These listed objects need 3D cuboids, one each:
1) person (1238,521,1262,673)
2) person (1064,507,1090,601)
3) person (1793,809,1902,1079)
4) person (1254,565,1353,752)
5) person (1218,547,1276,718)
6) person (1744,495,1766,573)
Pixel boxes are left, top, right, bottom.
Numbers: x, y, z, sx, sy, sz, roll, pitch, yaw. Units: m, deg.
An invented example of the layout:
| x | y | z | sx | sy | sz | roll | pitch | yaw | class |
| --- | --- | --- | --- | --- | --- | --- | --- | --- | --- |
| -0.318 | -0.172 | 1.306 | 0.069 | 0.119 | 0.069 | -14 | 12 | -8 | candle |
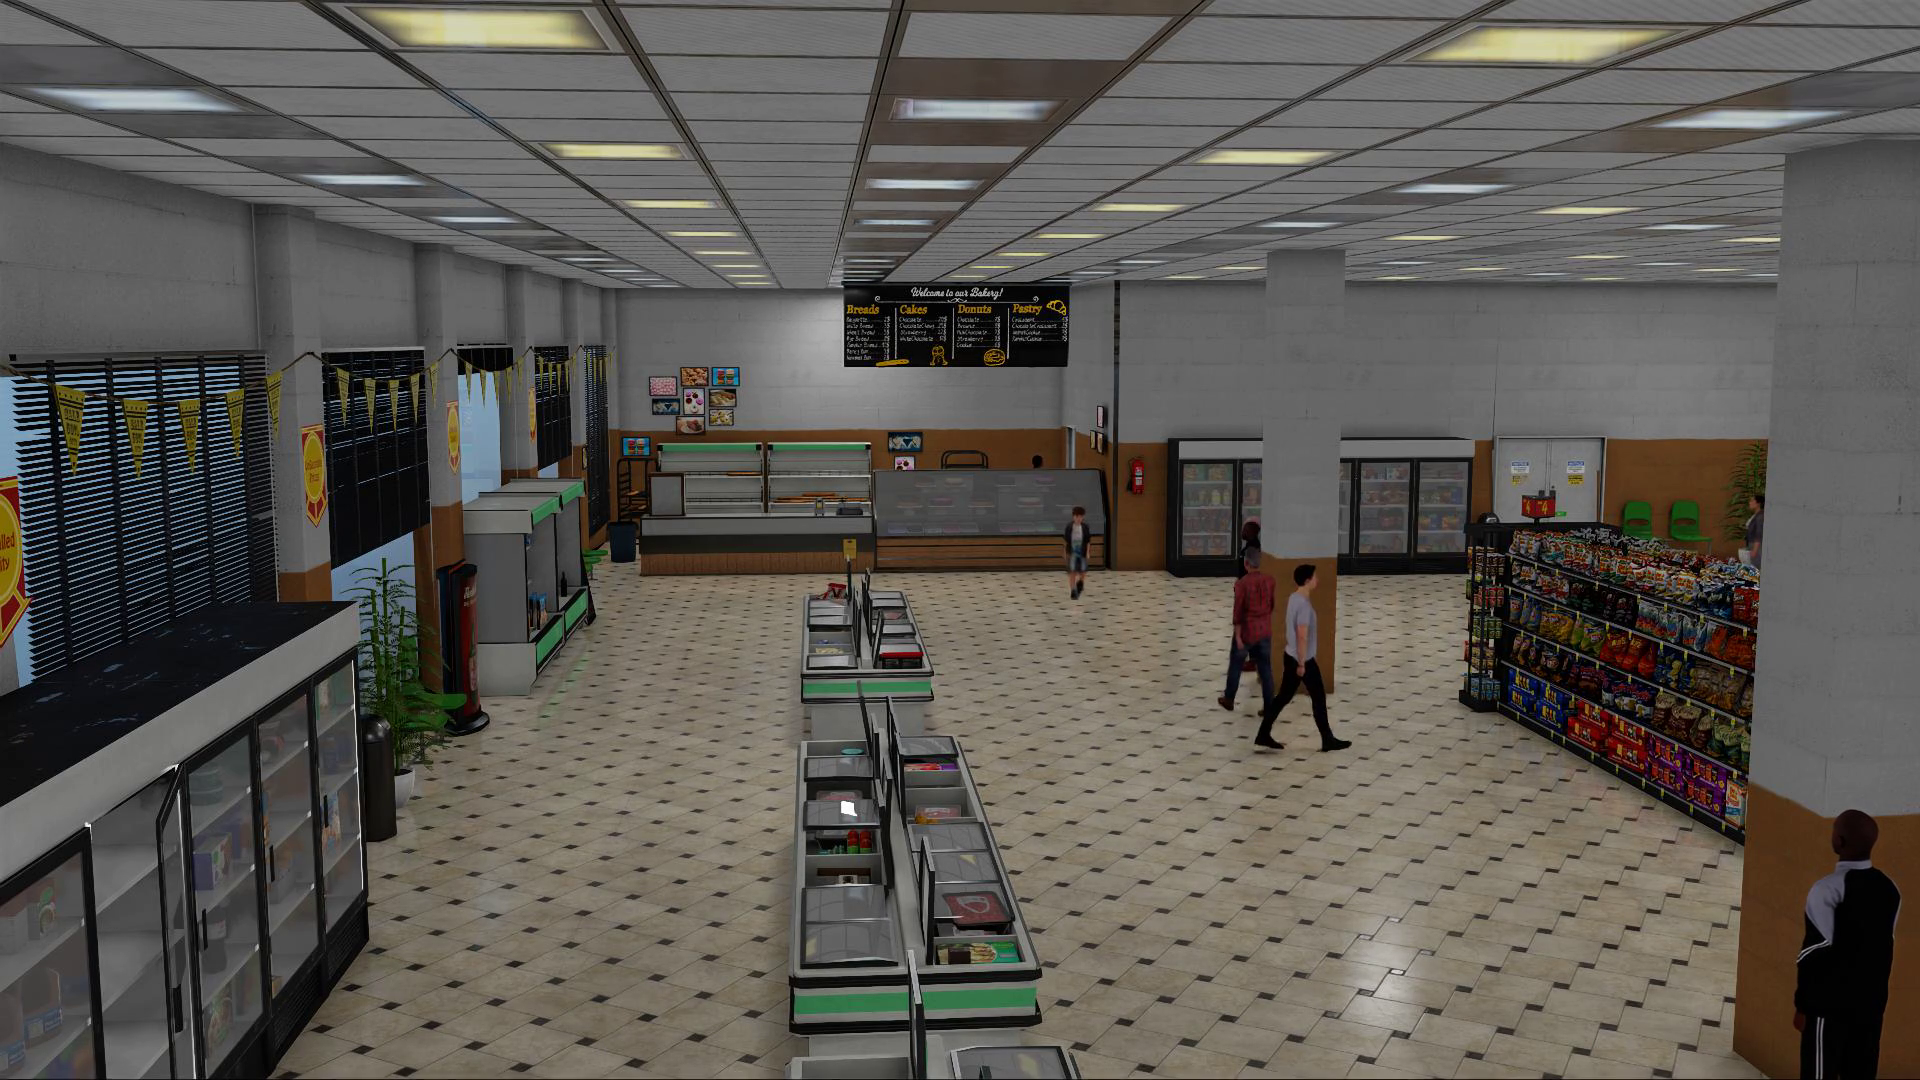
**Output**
| x | y | z | sx | sy | sz | roll | pitch | yaw | class |
| --- | --- | --- | --- | --- | --- | --- | --- | --- | --- |
| 3.546 | 0.674 | 20.188 | 0.841 | 1.817 | 0.703 | 3 | 7 | 21 | person |
| 1.803 | 0.199 | 25.737 | 0.561 | 1.430 | 0.802 | 0 | 7 | 0 | person |
| 4.179 | 2.165 | 7.839 | 0.683 | 1.822 | 0.612 | -2 | 7 | -15 | person |
| 3.189 | 1.171 | 16.052 | 0.740 | 1.825 | 1.085 | -1 | 7 | -5 | person |
| 3.151 | 1.005 | 17.555 | 0.838 | 1.793 | 1.142 | -2 | 7 | -18 | person |
| 12.037 | 0.151 | 25.100 | 0.782 | 1.678 | 0.688 | 3 | 8 | 25 | person |
